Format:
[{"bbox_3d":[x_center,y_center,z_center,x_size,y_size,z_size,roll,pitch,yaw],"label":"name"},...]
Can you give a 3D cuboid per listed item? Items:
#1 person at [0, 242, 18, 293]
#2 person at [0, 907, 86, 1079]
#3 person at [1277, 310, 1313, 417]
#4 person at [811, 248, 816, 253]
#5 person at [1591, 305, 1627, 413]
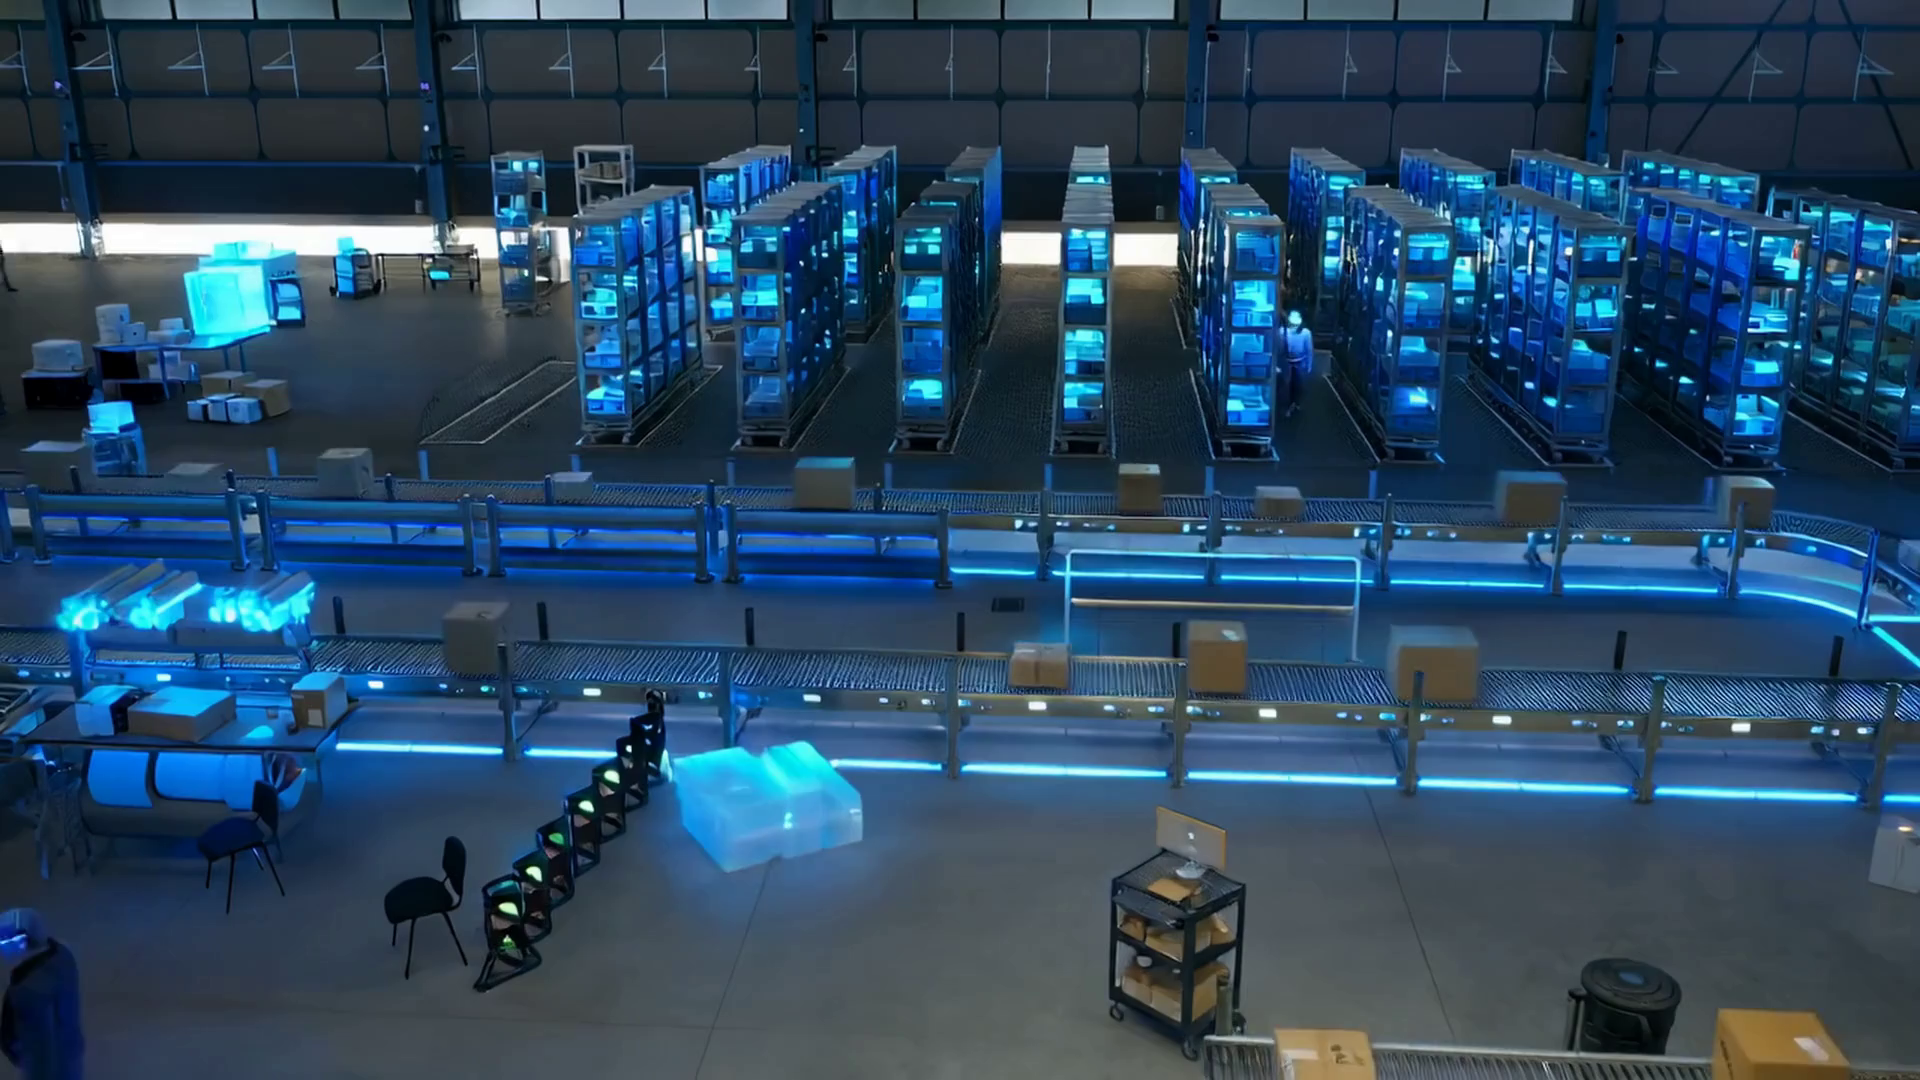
[{"bbox_3d":[-23.635,-6.916,40.707,0.910,1.724,0.527,0,17,-1],"label":"person"},{"bbox_3d":[-5.080,2.907,9.233,0.424,1.892,0.681,-6,18,-18],"label":"person"},{"bbox_3d":[5.637,-2.997,28.100,0.610,1.814,0.486,2,18,7],"label":"person"},{"bbox_3d":[-3.495,-6.722,39.866,0.377,1.844,0.570,-2,18,-6],"label":"person"},{"bbox_3d":[10.820,-3.008,27.916,0.623,1.962,0.908,0,17,1],"label":"person"}]
